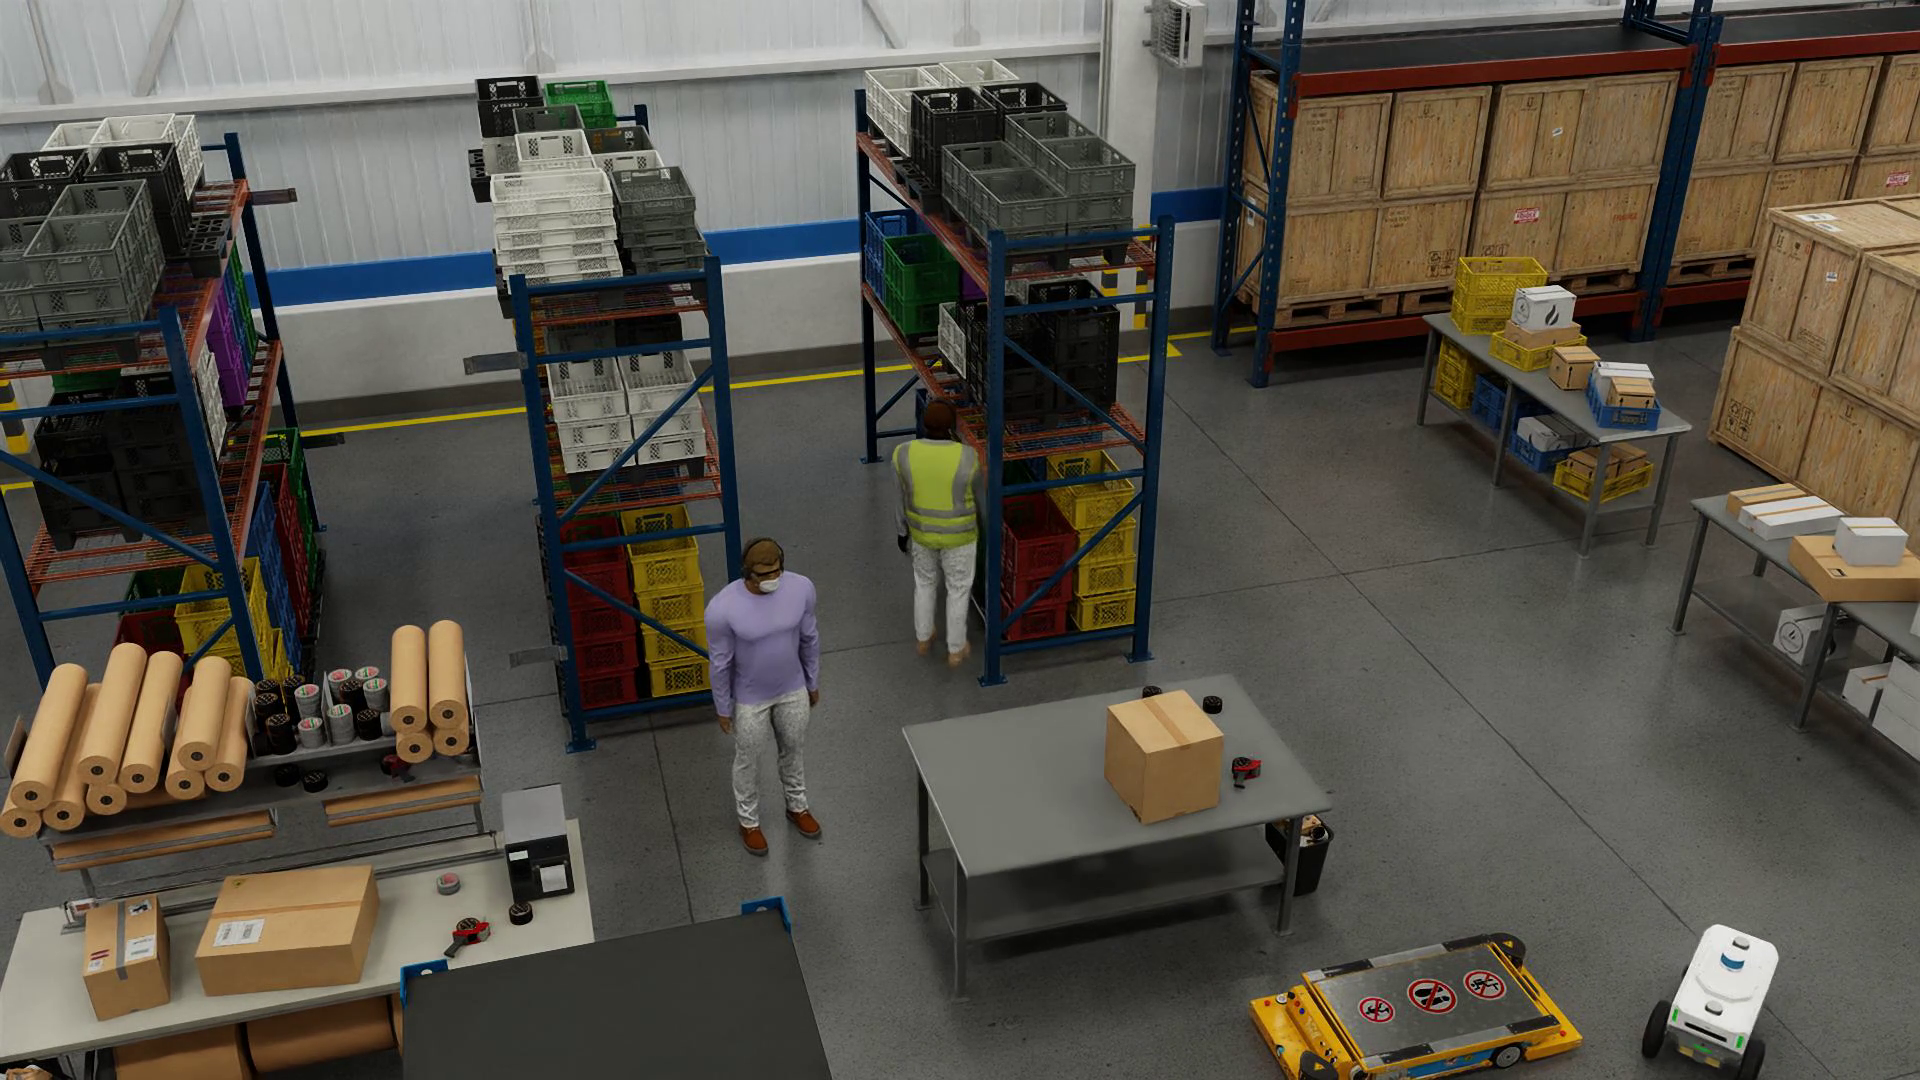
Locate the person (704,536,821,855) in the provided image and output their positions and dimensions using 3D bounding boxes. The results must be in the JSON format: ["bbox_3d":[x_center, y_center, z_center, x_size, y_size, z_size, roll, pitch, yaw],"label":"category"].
[{"bbox_3d":[-1.036,0.815,8.941,0.629,1.931,0.359,-16,32,-26],"label":"person"}]

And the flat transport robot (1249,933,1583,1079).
[{"bbox_3d":[2.184,2.282,7.980,1.431,0.197,0.652,-8,30,-14],"label":"flat transport robot"}]

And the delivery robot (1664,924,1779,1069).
[{"bbox_3d":[3.610,2.132,7.860,0.477,0.478,0.707,19,35,30],"label":"delivery robot"}]

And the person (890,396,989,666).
[{"bbox_3d":[-0.110,-0.050,10.606,0.644,1.835,0.439,9,30,15],"label":"person"}]

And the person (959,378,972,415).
[{"bbox_3d":[0.138,-1.749,13.656,0.356,1.882,0.574,-3,29,-6],"label":"person"}]
